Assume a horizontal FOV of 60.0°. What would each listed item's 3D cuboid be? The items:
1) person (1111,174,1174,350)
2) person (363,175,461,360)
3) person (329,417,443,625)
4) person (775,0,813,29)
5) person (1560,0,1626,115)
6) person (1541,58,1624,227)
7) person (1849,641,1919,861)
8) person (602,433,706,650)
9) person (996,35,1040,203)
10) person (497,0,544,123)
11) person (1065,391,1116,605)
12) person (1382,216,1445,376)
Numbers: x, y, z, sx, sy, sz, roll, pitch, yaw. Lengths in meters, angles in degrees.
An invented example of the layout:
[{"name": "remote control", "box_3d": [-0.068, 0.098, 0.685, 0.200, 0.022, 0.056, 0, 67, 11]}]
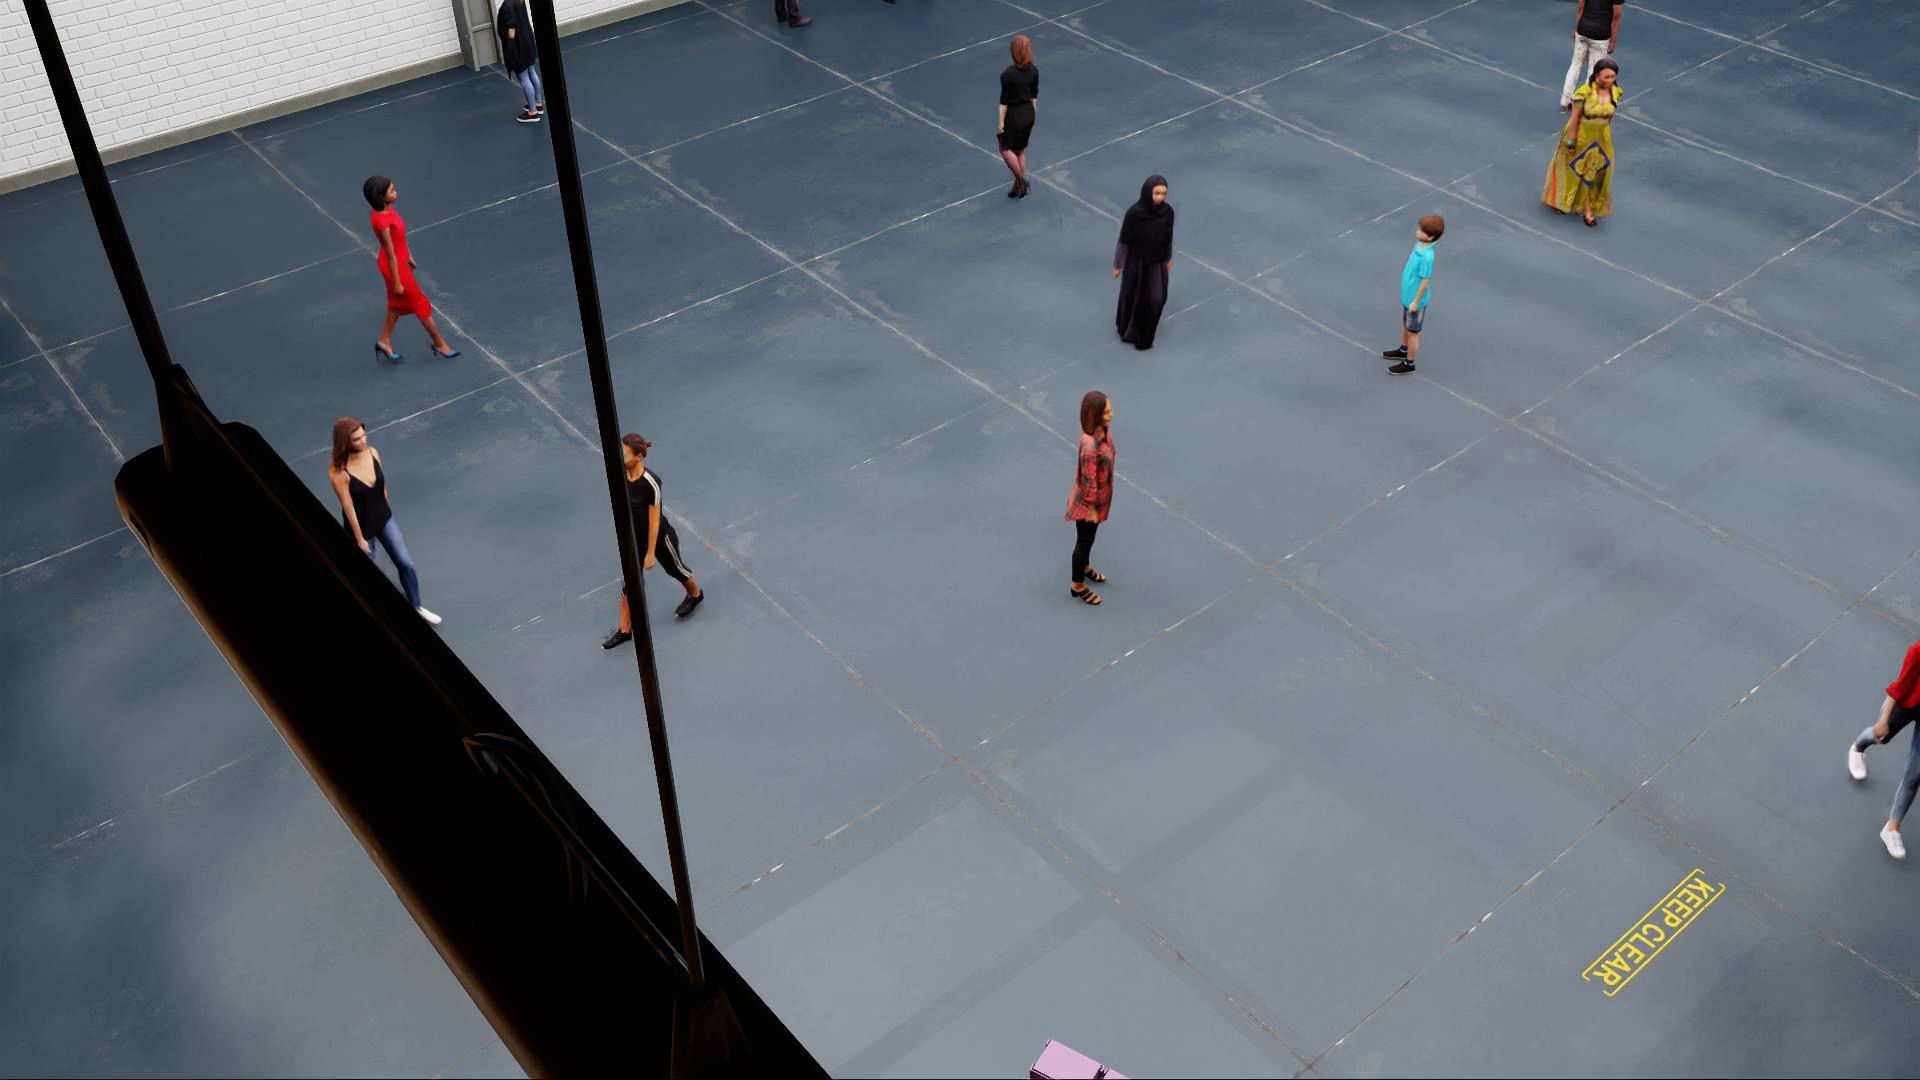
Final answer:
[{"name": "person", "box_3d": [1.598, -2.460, 14.391, 0.937, 1.605, 0.982, -3, 39, -3]}, {"name": "person", "box_3d": [-4.822, -2.249, 14.037, 1.016, 1.718, 0.820, -11, 40, -13]}, {"name": "person", "box_3d": [-4.100, -0.115, 11.384, 0.855, 1.694, 1.045, 20, 43, 23]}, {"name": "person", "box_3d": [-2.100, -7.154, 20.082, 0.570, 1.838, 0.728, -25, 45, -28]}, {"name": "person", "box_3d": [6.853, -5.462, 17.992, 0.590, 1.803, 0.652, -29, 47, -31]}, {"name": "person", "box_3d": [6.060, -3.940, 16.218, 0.999, 1.638, 1.037, -8, 39, -10]}, {"name": "person", "box_3d": [5.720, 1.001, 10.016, 1.120, 1.658, 1.201, 4, 39, 5]}, {"name": "person", "box_3d": [-2.057, -0.051, 11.358, 0.756, 1.626, 1.140, 25, 45, 28]}, {"name": "person", "box_3d": [0.621, -4.083, 16.355, 0.686, 1.691, 0.716, -22, 44, -25]}, {"name": "person", "box_3d": [-4.750, -5.360, 17.962, 0.777, 1.680, 0.706, 5, 39, 6]}, {"name": "person", "box_3d": [0.917, -0.315, 11.626, 0.762, 1.704, 0.675, 9, 39, 11]}, {"name": "person", "box_3d": [3.858, -2.090, 14.053, 0.645, 1.449, 0.595, 1, 39, 1]}]
